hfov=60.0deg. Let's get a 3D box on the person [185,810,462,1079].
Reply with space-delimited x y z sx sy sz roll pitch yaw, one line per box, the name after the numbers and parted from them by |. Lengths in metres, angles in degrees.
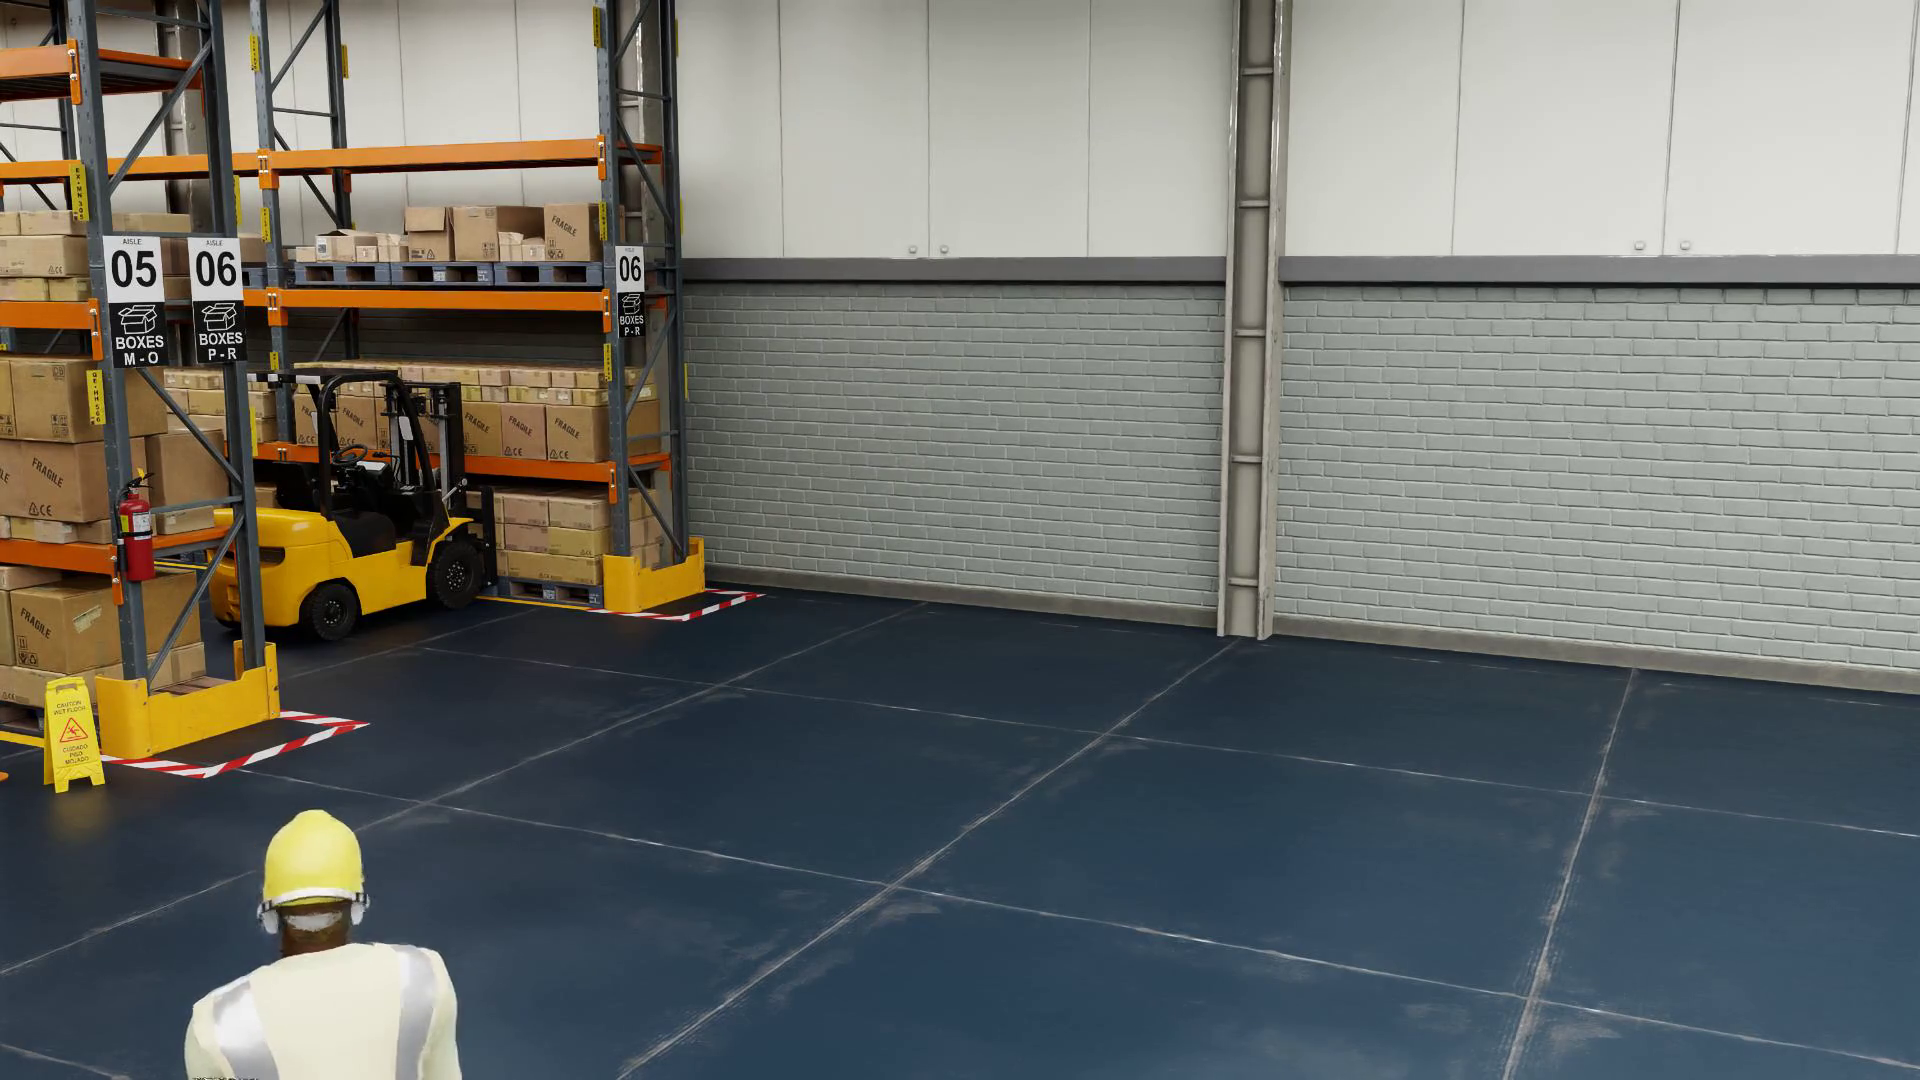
-1.431 1.516 3.798 0.616 1.825 0.404 -6 11 -34 | person
